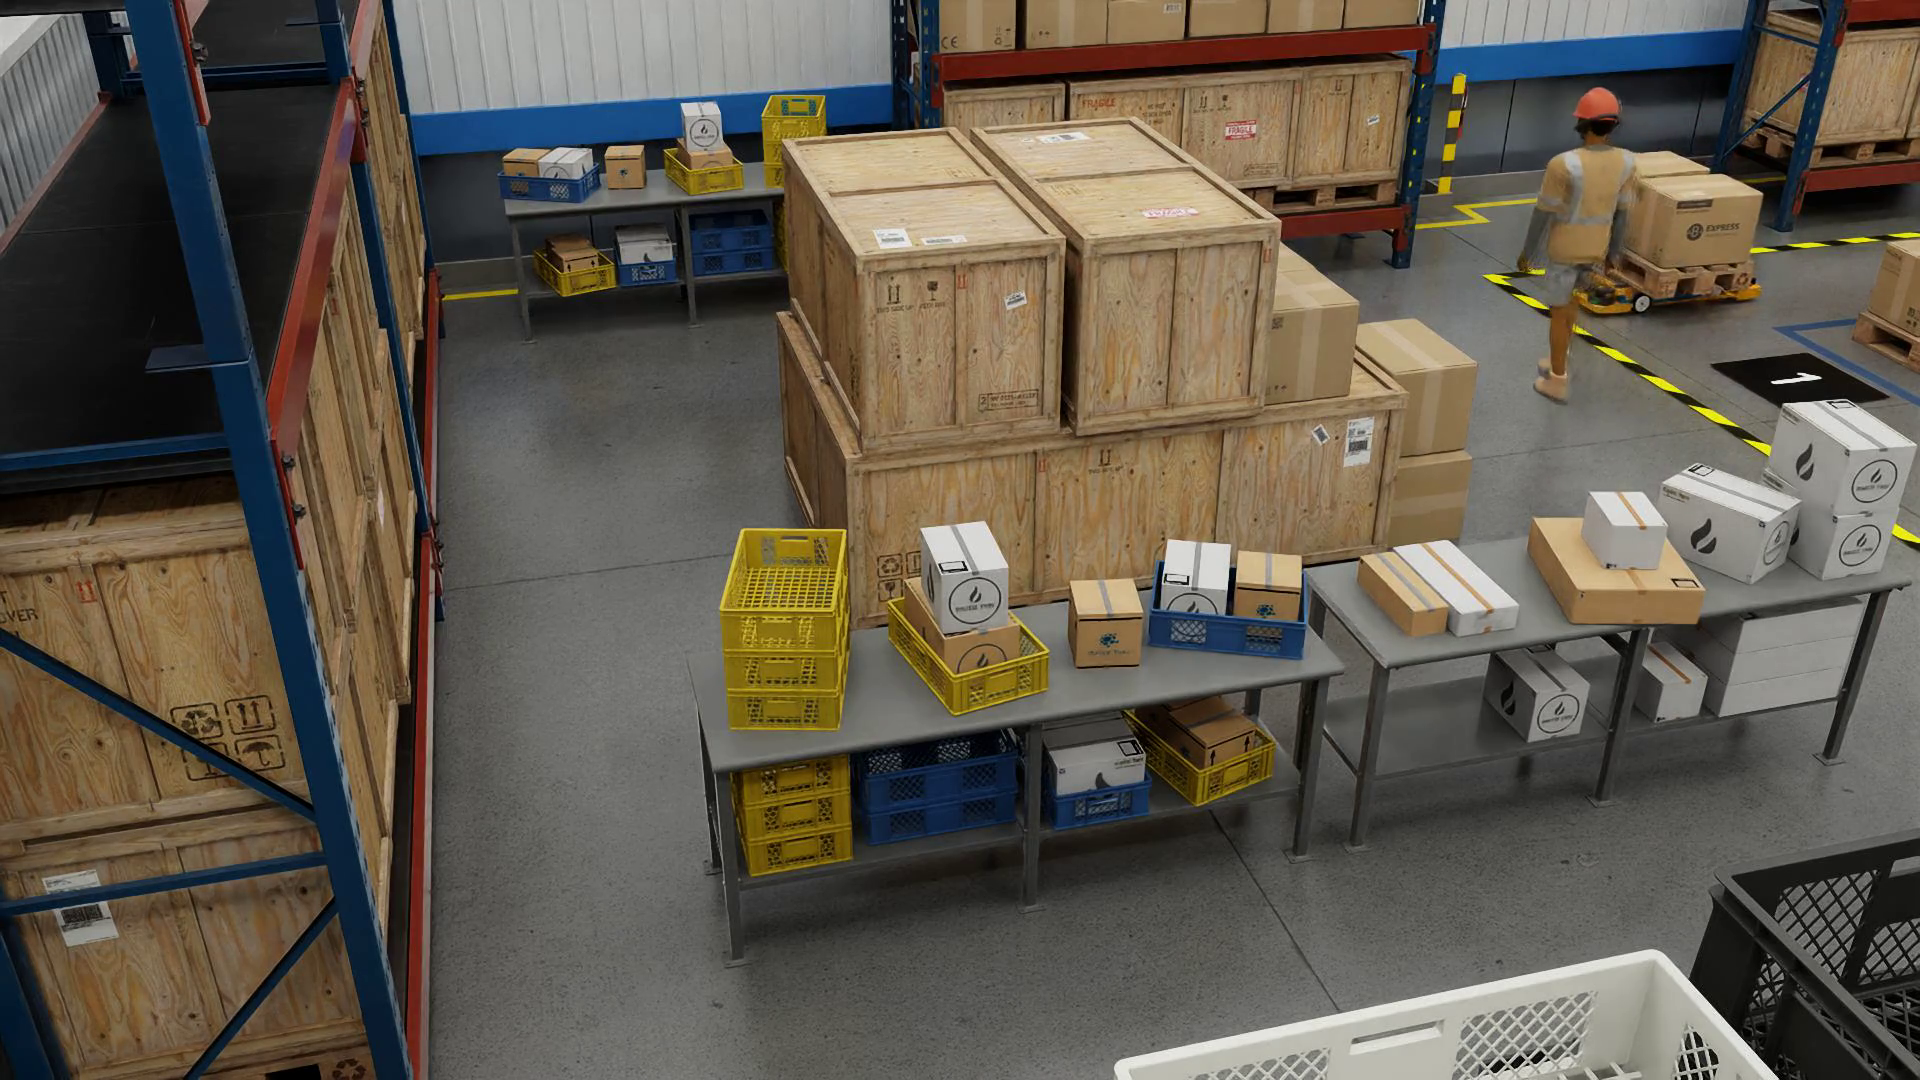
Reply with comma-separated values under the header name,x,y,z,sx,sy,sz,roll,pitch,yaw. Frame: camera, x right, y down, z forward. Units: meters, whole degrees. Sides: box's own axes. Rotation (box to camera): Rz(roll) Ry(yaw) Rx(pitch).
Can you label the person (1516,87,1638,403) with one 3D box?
name,x,y,z,sx,sy,sz,roll,pitch,yaw
person,3.925,-1.919,10.794,0.607,2.023,0.696,-9,30,-15
